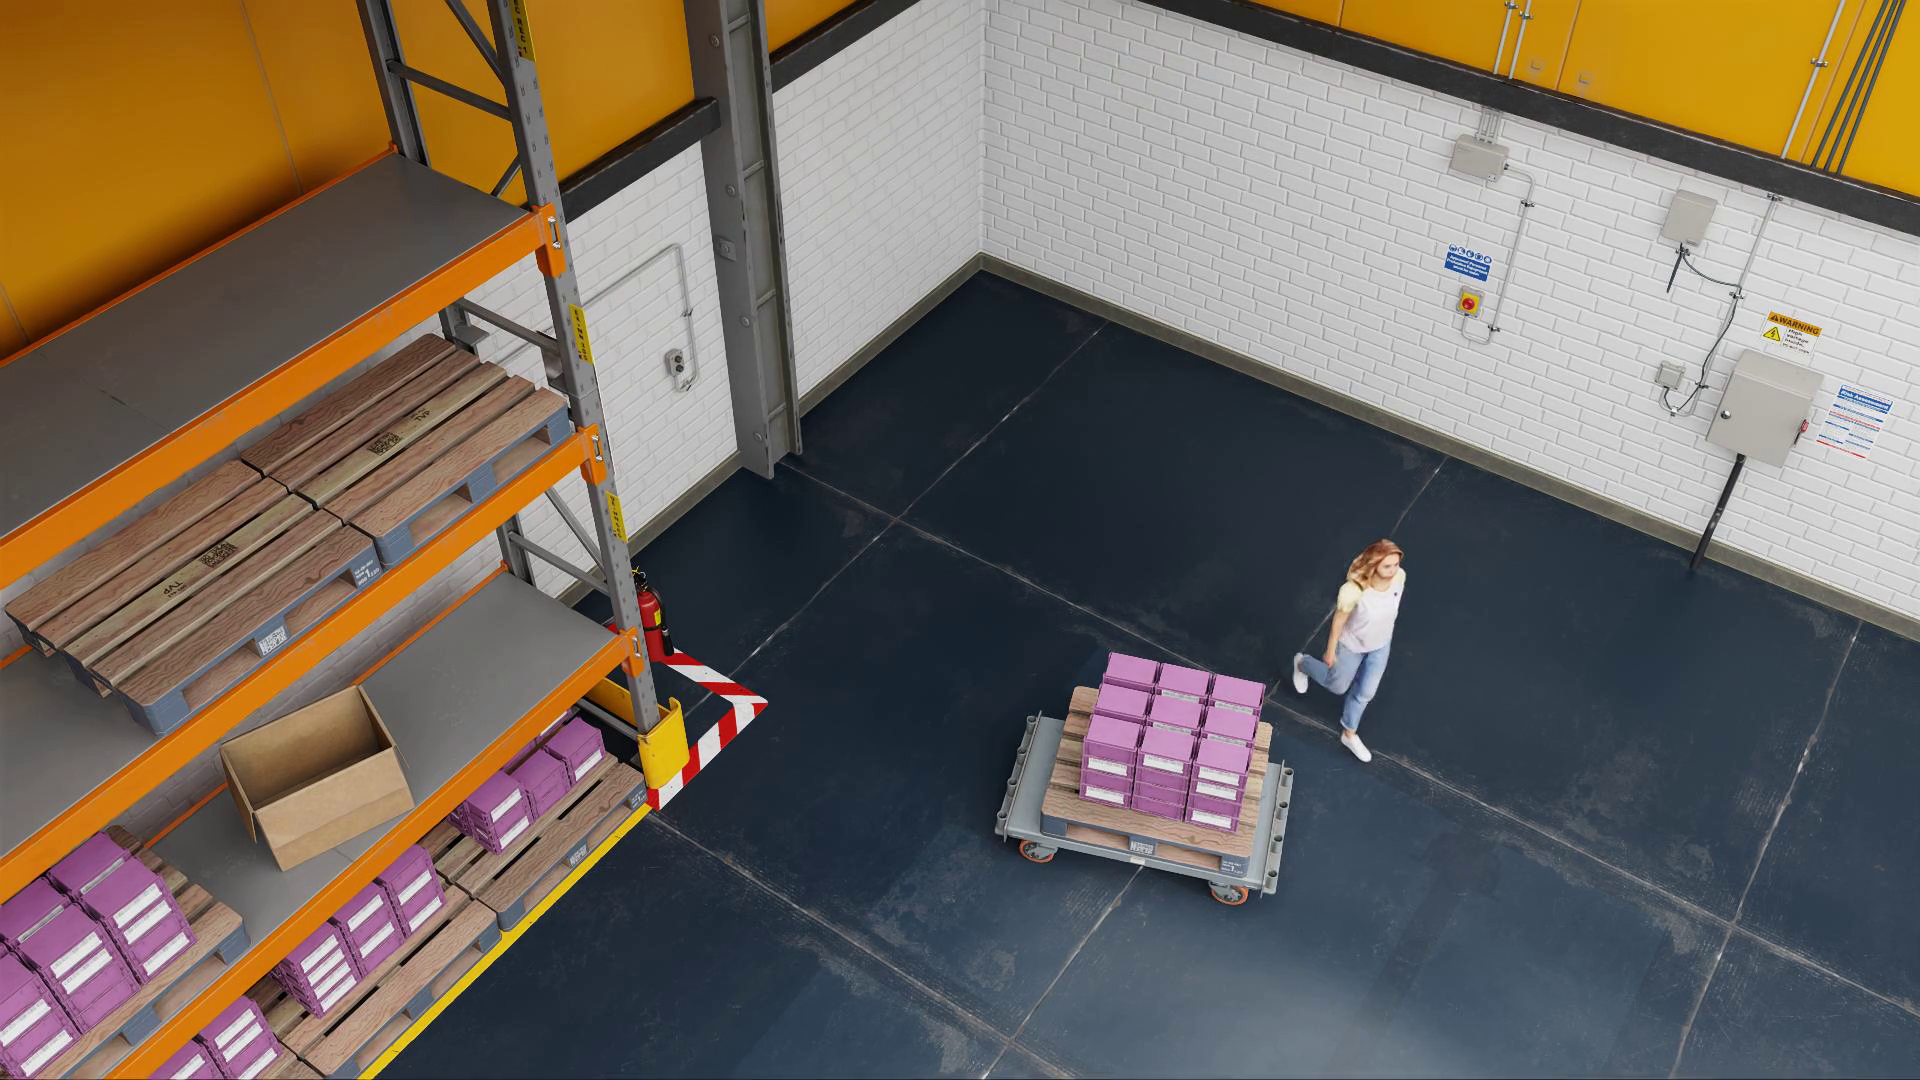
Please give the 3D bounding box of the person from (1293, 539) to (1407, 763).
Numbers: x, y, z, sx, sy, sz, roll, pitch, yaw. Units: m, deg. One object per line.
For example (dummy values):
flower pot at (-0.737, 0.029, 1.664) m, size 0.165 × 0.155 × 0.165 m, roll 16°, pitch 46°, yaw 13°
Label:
person at (2.368, 0.568, 10.082) m, size 1.051 × 1.704 × 0.983 m, roll -20°, pitch 47°, yaw -19°
